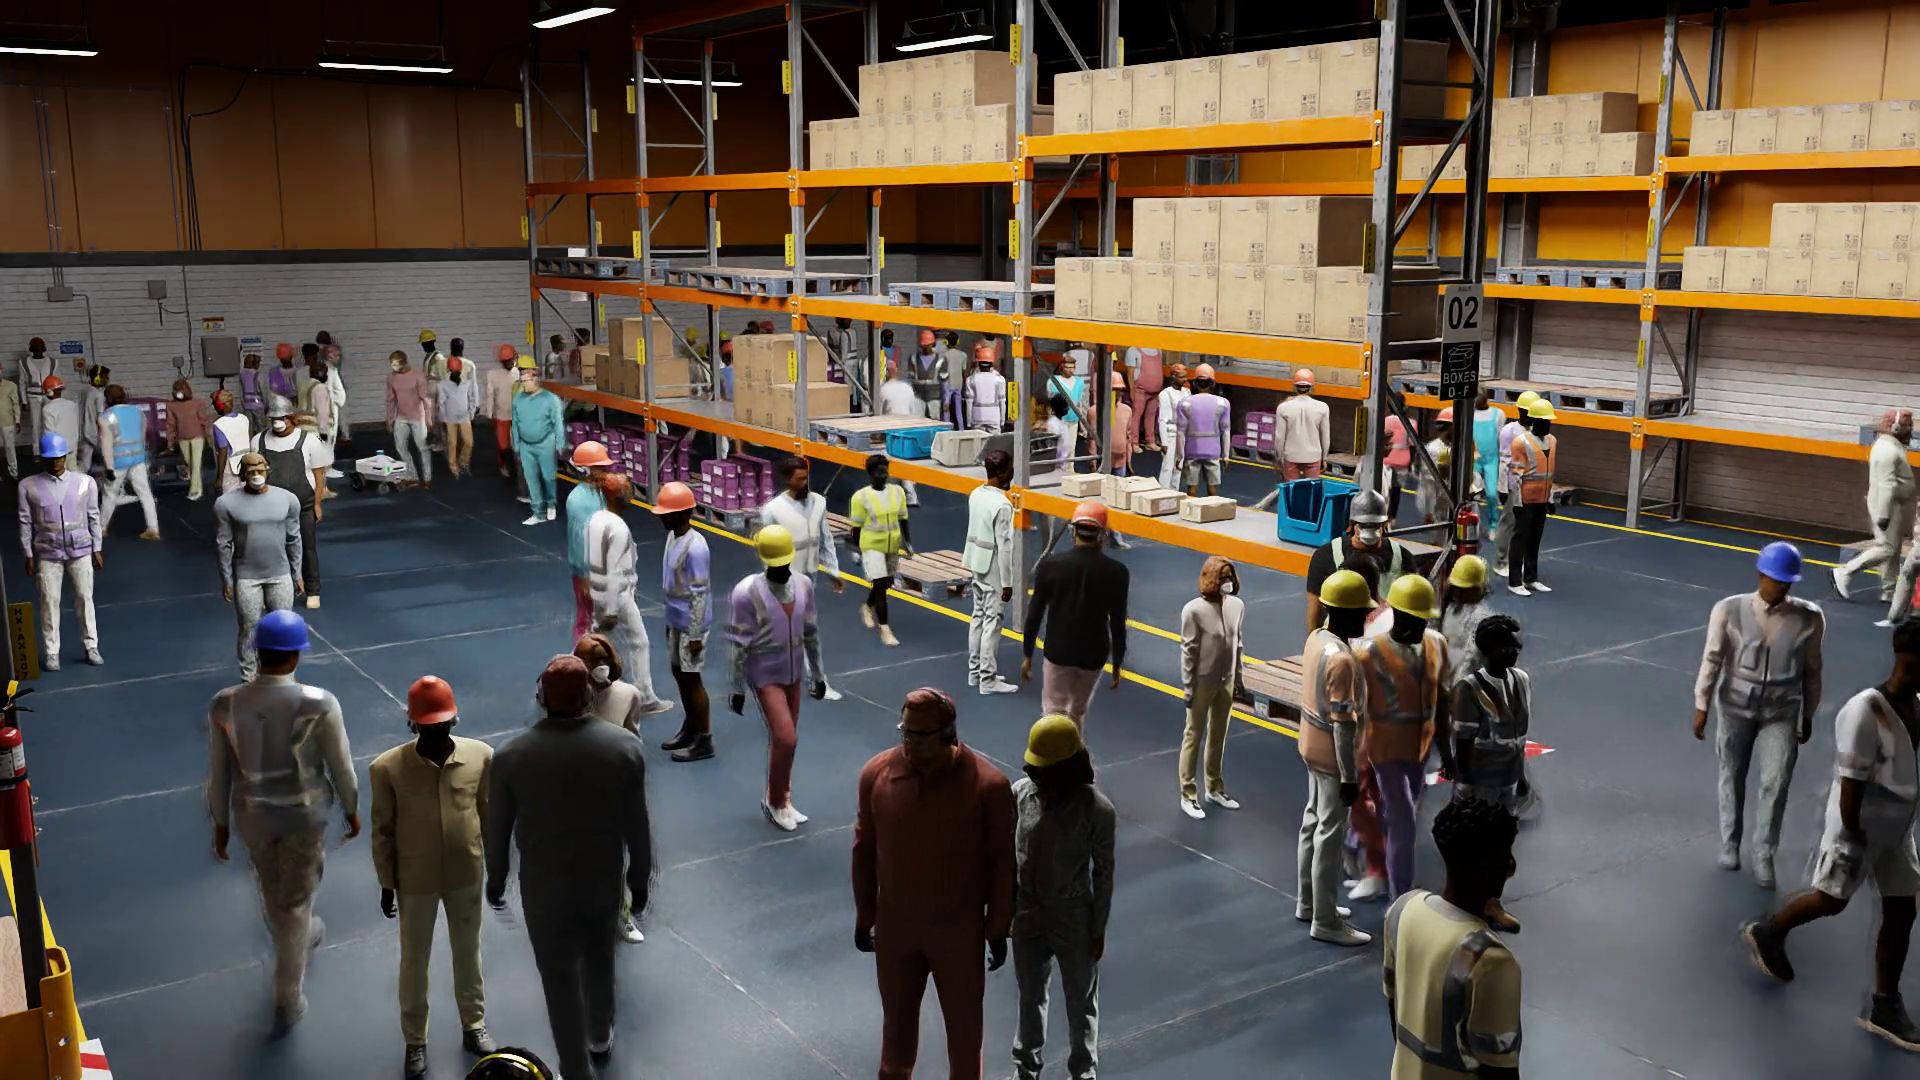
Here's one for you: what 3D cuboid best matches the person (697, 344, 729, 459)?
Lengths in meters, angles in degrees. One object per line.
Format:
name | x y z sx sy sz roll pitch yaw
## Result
person | -3.604 -2.033 24.694 0.585 1.867 0.585 -1 11 -5

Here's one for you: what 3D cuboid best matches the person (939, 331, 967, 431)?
person | -0.131 -2.408 26.656 0.501 1.862 0.328 -4 12 -20

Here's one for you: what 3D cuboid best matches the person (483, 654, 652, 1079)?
person | -1.687 1.401 7.084 0.663 1.875 0.799 -6 12 -26

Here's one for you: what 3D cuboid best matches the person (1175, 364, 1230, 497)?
person | 2.745 -0.977 18.853 0.615 2.038 0.395 1 11 4

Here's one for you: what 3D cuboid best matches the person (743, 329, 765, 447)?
person | -3.430 -2.453 26.773 0.662 1.899 0.596 7 13 31

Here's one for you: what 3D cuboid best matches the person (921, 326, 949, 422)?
person | -0.465 -2.841 28.792 0.557 1.888 0.894 -7 13 -31

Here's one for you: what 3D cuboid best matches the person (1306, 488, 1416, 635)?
person | 2.501 0.685 10.345 0.673 2.000 0.536 0 11 1

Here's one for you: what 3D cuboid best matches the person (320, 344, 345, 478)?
person | -8.919 -1.823 23.589 0.403 1.890 0.649 -4 12 -21

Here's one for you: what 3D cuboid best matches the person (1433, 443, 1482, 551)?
person | 4.471 -0.061 14.899 0.562 1.752 0.324 -7 13 -34

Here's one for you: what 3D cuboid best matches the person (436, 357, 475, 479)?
person | -7.072 -1.712 23.394 0.570 1.739 0.412 -9 14 -38

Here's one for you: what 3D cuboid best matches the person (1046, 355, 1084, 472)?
person | 1.411 -1.567 22.393 0.564 1.839 0.390 -6 12 -27

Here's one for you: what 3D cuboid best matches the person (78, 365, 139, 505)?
person | -10.912 -1.306 21.121 0.629 1.811 0.898 8 14 36

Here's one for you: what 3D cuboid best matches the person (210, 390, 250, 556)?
person | -7.870 -0.713 18.021 0.390 1.838 0.563 1 11 6

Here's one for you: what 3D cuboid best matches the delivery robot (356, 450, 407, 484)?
delivery robot | -7.778 -0.963 22.351 0.707 0.478 0.477 7 13 31

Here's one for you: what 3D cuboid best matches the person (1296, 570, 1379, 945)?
person | 1.925 1.098 8.522 0.367 1.927 0.587 -1 11 -3

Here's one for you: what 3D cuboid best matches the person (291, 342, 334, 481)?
person | -8.947 -1.754 23.033 0.667 1.955 0.415 5 12 24

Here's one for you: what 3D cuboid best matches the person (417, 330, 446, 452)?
person | -8.297 -2.348 26.186 0.382 1.917 0.585 -8 13 -34

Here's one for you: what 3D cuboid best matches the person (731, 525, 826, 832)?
person | -1.047 0.827 9.978 0.509 1.893 0.621 10 15 40

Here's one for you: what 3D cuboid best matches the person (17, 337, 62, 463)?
person | -13.813 -2.104 25.021 0.576 1.885 0.355 -7 13 -34

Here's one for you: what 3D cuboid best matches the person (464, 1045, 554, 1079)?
person | -1.007 2.045 3.828 0.508 1.872 0.329 1 11 3

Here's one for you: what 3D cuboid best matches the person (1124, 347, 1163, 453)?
person | 2.941 -2.389 26.077 0.684 2.000 0.538 -7 13 -34

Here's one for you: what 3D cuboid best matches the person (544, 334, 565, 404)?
person | -6.418 -2.349 26.416 0.362 1.834 0.505 0 11 -2

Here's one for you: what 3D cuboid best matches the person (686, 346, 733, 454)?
person | -3.938 -2.171 25.839 0.831 1.708 0.545 3 11 13

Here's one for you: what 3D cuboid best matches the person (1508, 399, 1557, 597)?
person | 5.622 -0.419 16.287 0.587 1.928 0.362 -7 13 -34

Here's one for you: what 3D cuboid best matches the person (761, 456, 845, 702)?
person | -1.266 0.263 12.946 0.992 1.878 0.591 9 14 39

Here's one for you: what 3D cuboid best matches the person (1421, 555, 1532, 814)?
person | 3.080 0.901 10.171 0.858 1.682 0.475 -3 11 -14

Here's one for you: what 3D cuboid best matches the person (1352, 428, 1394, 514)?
person | 3.663 -0.112 14.973 0.397 1.833 0.595 4 12 21

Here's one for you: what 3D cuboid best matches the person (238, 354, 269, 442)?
person | -10.576 -1.969 24.961 0.513 1.639 0.311 4 12 22

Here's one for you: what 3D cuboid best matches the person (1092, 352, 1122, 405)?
person | 2.154 -1.900 24.275 0.525 1.772 0.301 -7 13 -34

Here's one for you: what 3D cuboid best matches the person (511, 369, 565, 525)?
person | -5.086 -1.134 20.119 0.719 1.869 0.664 2 11 8

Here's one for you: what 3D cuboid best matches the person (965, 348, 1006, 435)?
person | 0.343 -1.606 22.331 0.543 1.939 0.371 0 11 0

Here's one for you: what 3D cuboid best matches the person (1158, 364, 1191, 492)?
person | 2.675 -1.258 20.730 0.364 1.877 0.582 10 15 43

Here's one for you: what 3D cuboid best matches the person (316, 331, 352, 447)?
person | -10.135 -2.380 26.461 0.707 1.874 0.934 8 14 36

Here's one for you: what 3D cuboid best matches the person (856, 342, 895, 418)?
person | -1.279 -2.099 25.125 0.621 1.837 0.429 2 11 11

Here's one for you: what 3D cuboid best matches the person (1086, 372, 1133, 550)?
person | 1.658 -0.861 18.369 0.611 1.997 0.375 -7 13 -34

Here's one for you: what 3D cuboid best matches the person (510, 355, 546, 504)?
person | -5.586 -1.428 21.465 0.391 1.923 0.597 -5 12 -24

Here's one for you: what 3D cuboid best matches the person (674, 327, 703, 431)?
person | -4.677 -2.799 28.823 0.768 1.786 0.599 -10 15 -40

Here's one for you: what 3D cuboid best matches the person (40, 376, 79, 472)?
person | -11.077 -1.148 20.464 0.342 1.748 0.573 1 11 8

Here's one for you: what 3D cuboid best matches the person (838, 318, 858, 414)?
person | -2.099 -3.278 31.035 0.354 1.883 0.573 4 12 20

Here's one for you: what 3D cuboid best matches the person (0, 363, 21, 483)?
person | -13.291 -1.643 22.985 0.562 1.756 0.318 -7 13 -34

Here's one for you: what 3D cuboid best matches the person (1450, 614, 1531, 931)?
person | 2.719 1.210 8.537 0.535 1.700 0.318 -7 13 -34

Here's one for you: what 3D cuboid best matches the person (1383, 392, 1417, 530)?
person | 5.063 -0.904 19.494 0.543 1.657 0.860 2 11 9
